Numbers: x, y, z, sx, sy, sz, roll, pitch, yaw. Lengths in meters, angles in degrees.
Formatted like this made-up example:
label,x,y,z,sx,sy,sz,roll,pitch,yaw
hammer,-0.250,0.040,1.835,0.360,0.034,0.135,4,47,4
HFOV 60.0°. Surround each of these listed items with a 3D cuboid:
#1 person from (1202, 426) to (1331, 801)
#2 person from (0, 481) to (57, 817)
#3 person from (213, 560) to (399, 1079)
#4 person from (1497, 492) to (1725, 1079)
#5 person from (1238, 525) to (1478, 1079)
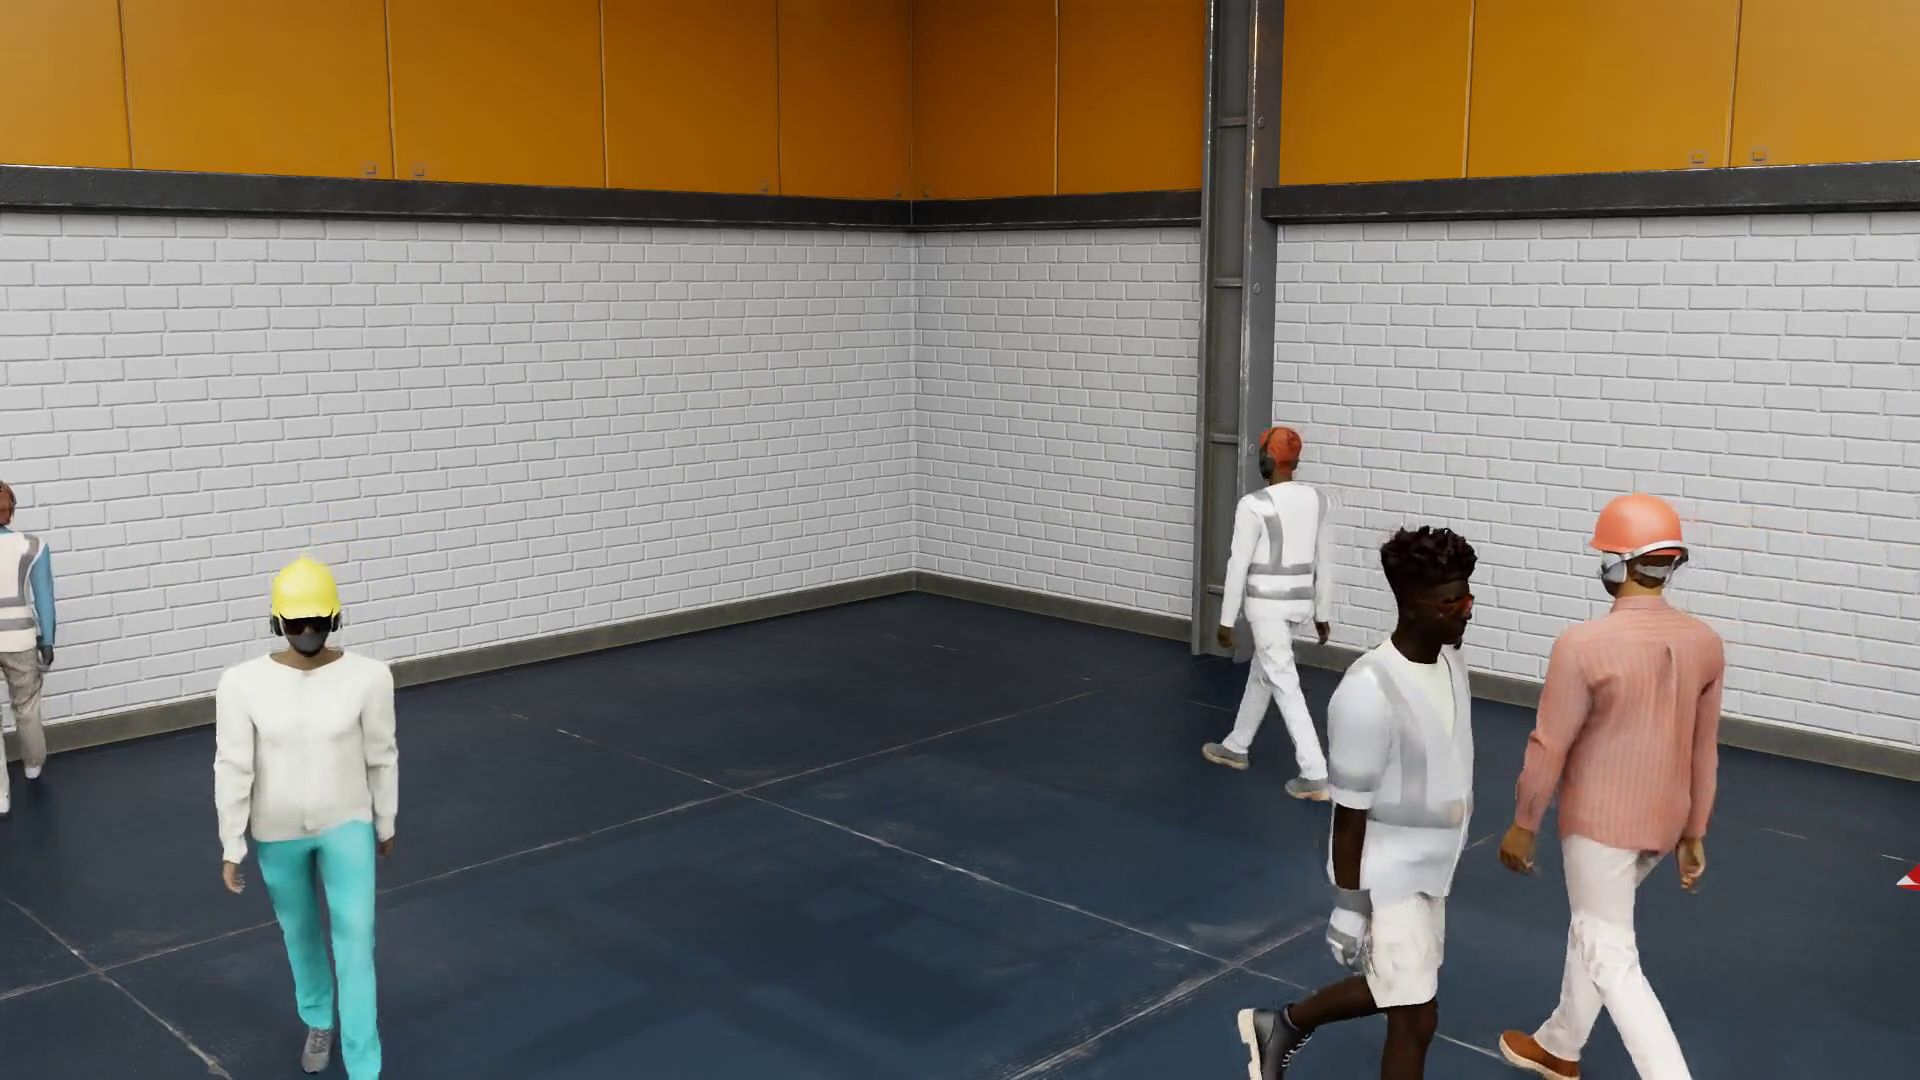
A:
label,x,y,z,sx,sy,sz,roll,pitch,yaw
person,1.579,0.347,8.337,0.591,1.835,0.970,-6,11,-34
person,-4.700,0.499,8.113,0.523,1.596,0.824,-6,11,-33
person,-2.002,0.925,5.134,0.526,1.720,0.902,-3,10,-17
person,1.991,0.837,4.935,0.604,1.962,0.980,-5,10,-26
person,1.141,0.890,4.685,0.797,1.940,0.616,8,12,40
